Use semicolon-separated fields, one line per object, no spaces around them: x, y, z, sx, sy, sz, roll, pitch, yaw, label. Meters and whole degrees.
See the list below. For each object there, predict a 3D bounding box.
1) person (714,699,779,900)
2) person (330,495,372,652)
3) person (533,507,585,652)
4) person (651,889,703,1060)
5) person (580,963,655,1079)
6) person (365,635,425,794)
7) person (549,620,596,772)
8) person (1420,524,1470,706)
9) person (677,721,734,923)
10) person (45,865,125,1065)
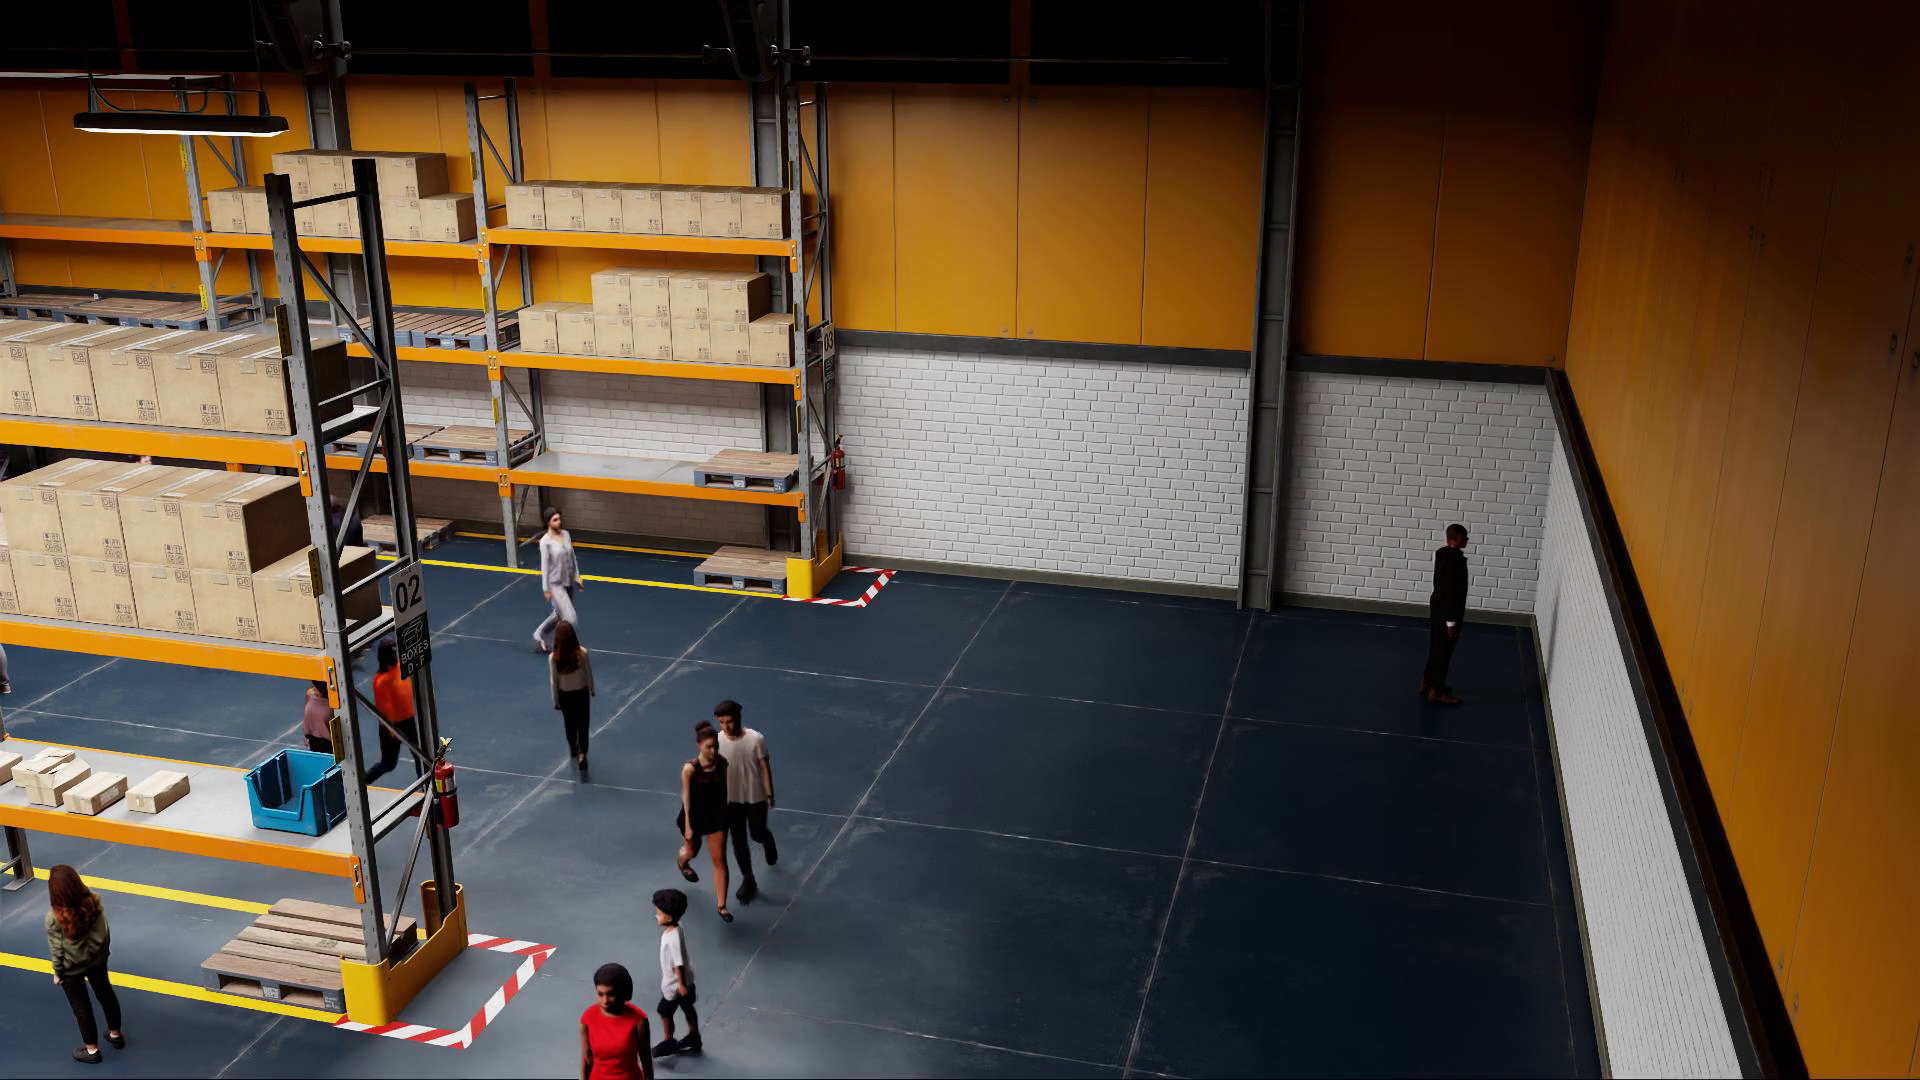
-1.731;2.043;13.567;0.885;1.699;0.796;0;19;0;person
-6.792;0.377;18.328;0.787;1.818;0.808;-15;24;-38;person
-4.424;0.482;18.140;1.123;1.738;0.770;10;21;27;person
-1.884;2.983;11.485;0.698;1.247;0.617;-3;19;-9;person
-2.008;3.264;9.890;0.793;1.731;0.723;1;19;4;person
-5.051;1.649;14.714;1.077;1.714;0.662;6;19;16;person
-3.609;1.482;15.607;0.960;1.461;0.851;-3;19;-9;person
5.007;0.737;17.123;0.677;1.904;0.755;1;19;3;person
-2.065;2.185;13.244;1.032;1.635;1.113;-12;22;-31;person
-6.014;2.888;11.409;0.590;1.475;0.629;10;21;28;person
